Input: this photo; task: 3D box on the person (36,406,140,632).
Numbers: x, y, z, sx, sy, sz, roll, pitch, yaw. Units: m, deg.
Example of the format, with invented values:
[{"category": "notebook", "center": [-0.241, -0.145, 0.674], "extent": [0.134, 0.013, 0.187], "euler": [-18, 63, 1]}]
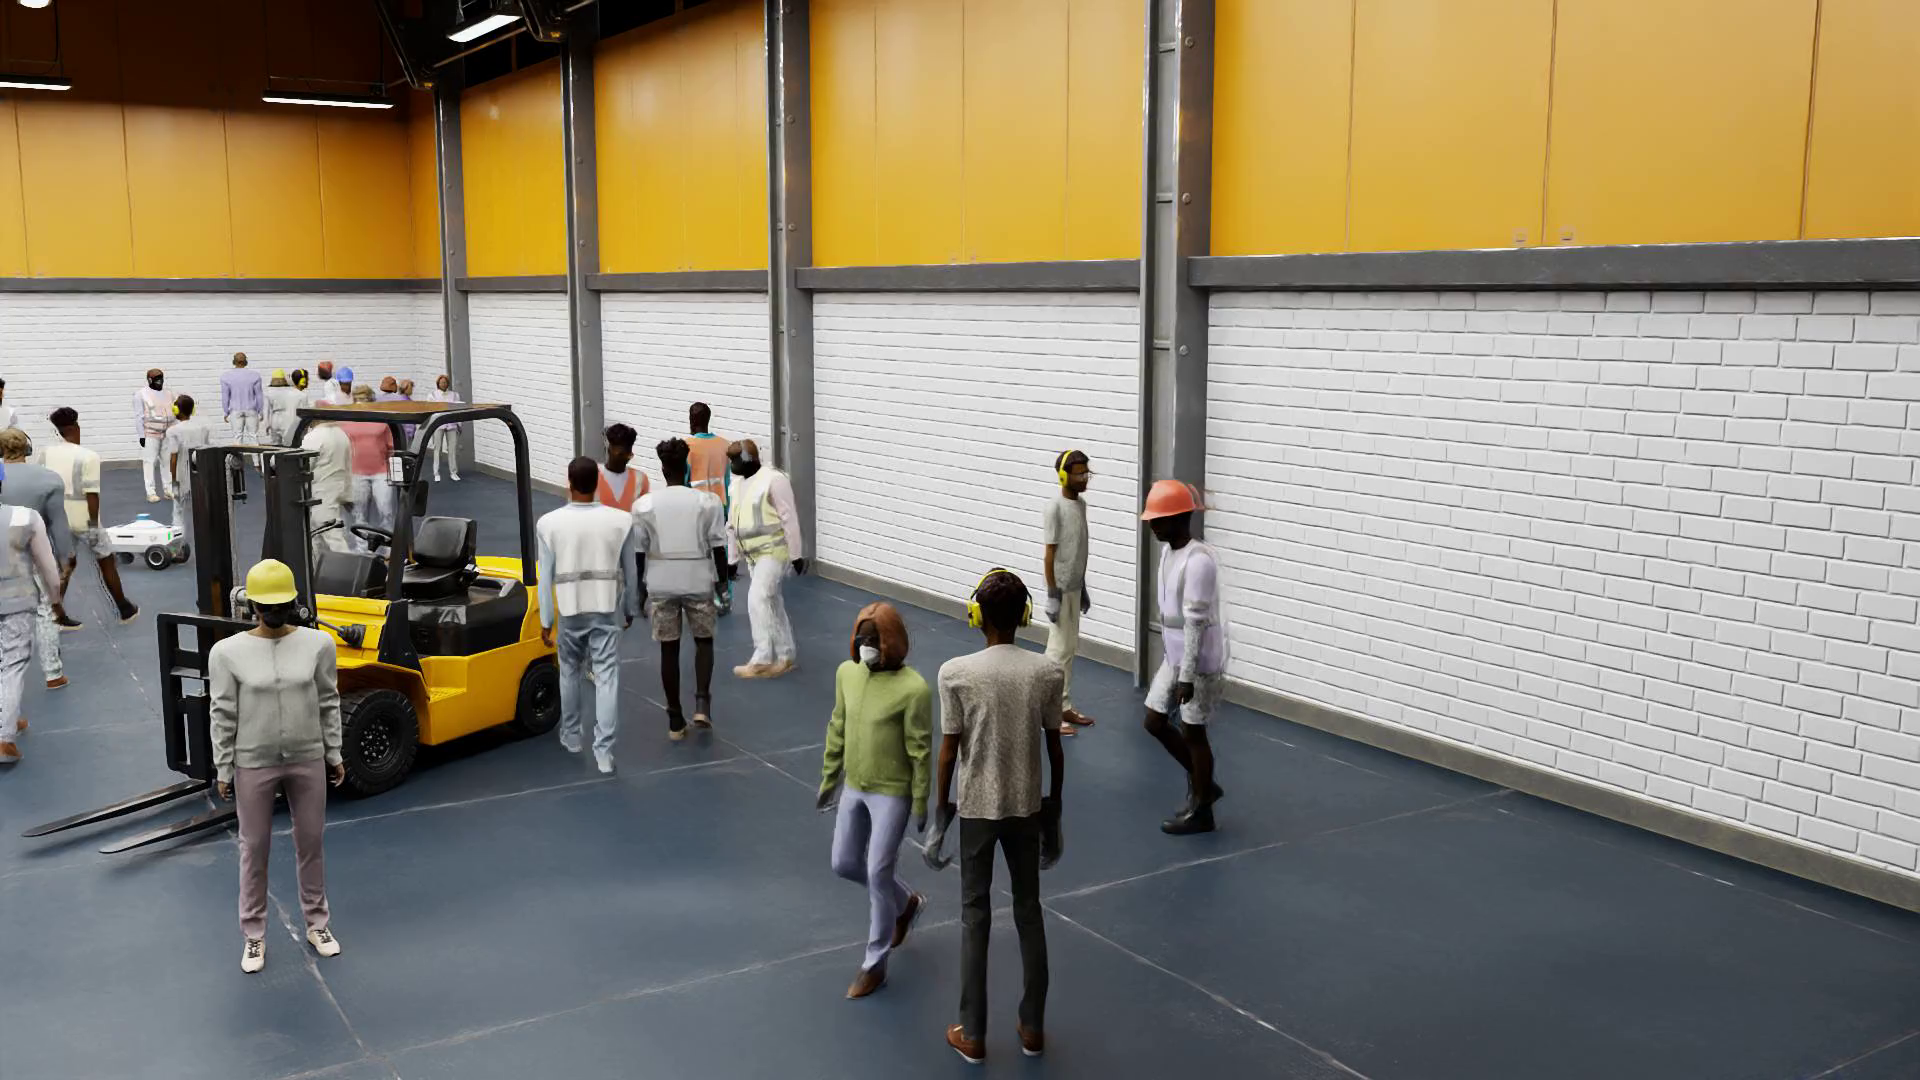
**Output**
[{"category": "person", "center": [-7.534, -0.186, 14.271], "extent": [0.620, 1.915, 0.783], "euler": [2, 9, 11]}]

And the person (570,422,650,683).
[{"category": "person", "center": [-2.578, 0.098, 12.344], "extent": [0.661, 1.923, 0.723], "euler": [-6, 11, -37]}]

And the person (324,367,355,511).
[{"category": "person", "center": [-8.203, -1.368, 22.245], "extent": [0.603, 1.920, 0.838], "euler": [-8, 12, -43]}]

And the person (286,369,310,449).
[{"category": "person", "center": [-8.956, -1.397, 22.642], "extent": [0.582, 1.848, 0.616], "euler": [7, 11, 39]}]

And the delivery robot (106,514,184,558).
[{"category": "delivery robot", "center": [-8.555, -0.030, 17.452], "extent": [0.707, 0.478, 0.477], "euler": [1, 9, 1]}]

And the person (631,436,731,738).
[{"category": "person", "center": [-1.814, 0.309, 10.783], "extent": [0.637, 1.951, 0.385], "euler": [-1, 8, -5]}]

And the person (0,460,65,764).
[{"category": "person", "center": [-5.960, 0.414, 10.329], "extent": [0.620, 1.900, 1.013], "euler": [-2, 9, -11]}]

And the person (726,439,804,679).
[{"category": "person", "center": [-1.528, 0.144, 12.505], "extent": [0.678, 1.793, 0.702], "euler": [-6, 10, -36]}]

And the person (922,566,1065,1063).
[{"category": "person", "center": [0.129, 1.030, 6.255], "extent": [0.556, 1.866, 0.310], "euler": [-3, 9, -17]}]

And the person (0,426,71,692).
[{"category": "person", "center": [-6.759, 0.147, 11.997], "extent": [0.627, 1.932, 0.373], "euler": [-2, 9, -16]}]

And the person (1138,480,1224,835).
[{"category": "person", "center": [1.168, 0.629, 8.787], "extent": [0.480, 1.910, 0.547], "euler": [-3, 9, -17]}]

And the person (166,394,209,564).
[{"category": "person", "center": [-8.120, -0.625, 17.540], "extent": [0.826, 1.835, 0.535], "euler": [6, 10, 35]}]

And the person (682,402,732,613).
[{"category": "person", "center": [-2.289, -0.283, 14.977], "extent": [0.390, 1.909, 0.585], "euler": [8, 11, 42]}]

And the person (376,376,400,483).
[{"category": "person", "center": [-8.567, -1.645, 25.055], "extent": [0.499, 1.634, 0.278], "euler": [3, 9, 18]}]

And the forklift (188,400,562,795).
[{"category": "forklift", "center": [-3.529, 0.258, 10.348], "extent": [1.214, 2.155, 2.313], "euler": [4, 9, 25]}]

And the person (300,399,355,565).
[{"category": "person", "center": [-6.197, -0.405, 15.924], "extent": [0.917, 1.856, 0.631], "euler": [1, 8, 4]}]

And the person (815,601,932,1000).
[{"category": "person", "center": [-0.335, 1.047, 6.935], "extent": [0.523, 1.616, 0.555], "euler": [7, 11, 39]}]

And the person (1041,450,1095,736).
[{"category": "person", "center": [0.708, 0.334, 10.932], "extent": [0.311, 1.868, 0.532], "euler": [5, 10, 29]}]

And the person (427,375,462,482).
[{"category": "person", "center": [-7.901, -1.714, 25.500], "extent": [0.523, 1.639, 0.306], "euler": [-5, 10, -32]}]

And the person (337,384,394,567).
[{"category": "person", "center": [-6.201, -0.673, 17.495], "extent": [0.641, 1.937, 0.358], "euler": [-1, 8, -6]}]

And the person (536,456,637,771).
[{"category": "person", "center": [-2.294, 0.427, 10.262], "extent": [0.596, 1.886, 0.873], "euler": [-2, 9, -15]}]

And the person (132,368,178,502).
[{"category": "person", "center": [-11.128, -1.460, 23.111], "extent": [0.429, 1.845, 0.621], "euler": [5, 10, 30]}]

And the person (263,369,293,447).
[{"category": "person", "center": [-10.438, -1.779, 25.672], "extent": [0.497, 1.718, 0.728], "euler": [-2, 9, -10]}]

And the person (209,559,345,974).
[{"category": "person", "center": [-2.905, 0.952, 7.116], "extent": [0.533, 1.766, 0.317], "euler": [-5, 10, -32]}]

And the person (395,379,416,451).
[{"category": "person", "center": [-8.043, -1.511, 24.138], "extent": [0.315, 1.638, 0.522], "euler": [0, 8, 2]}]

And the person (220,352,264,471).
[{"category": "person", "center": [-11.569, -2.063, 26.848], "extent": [0.627, 1.941, 0.371], "euler": [-3, 9, -22]}]
